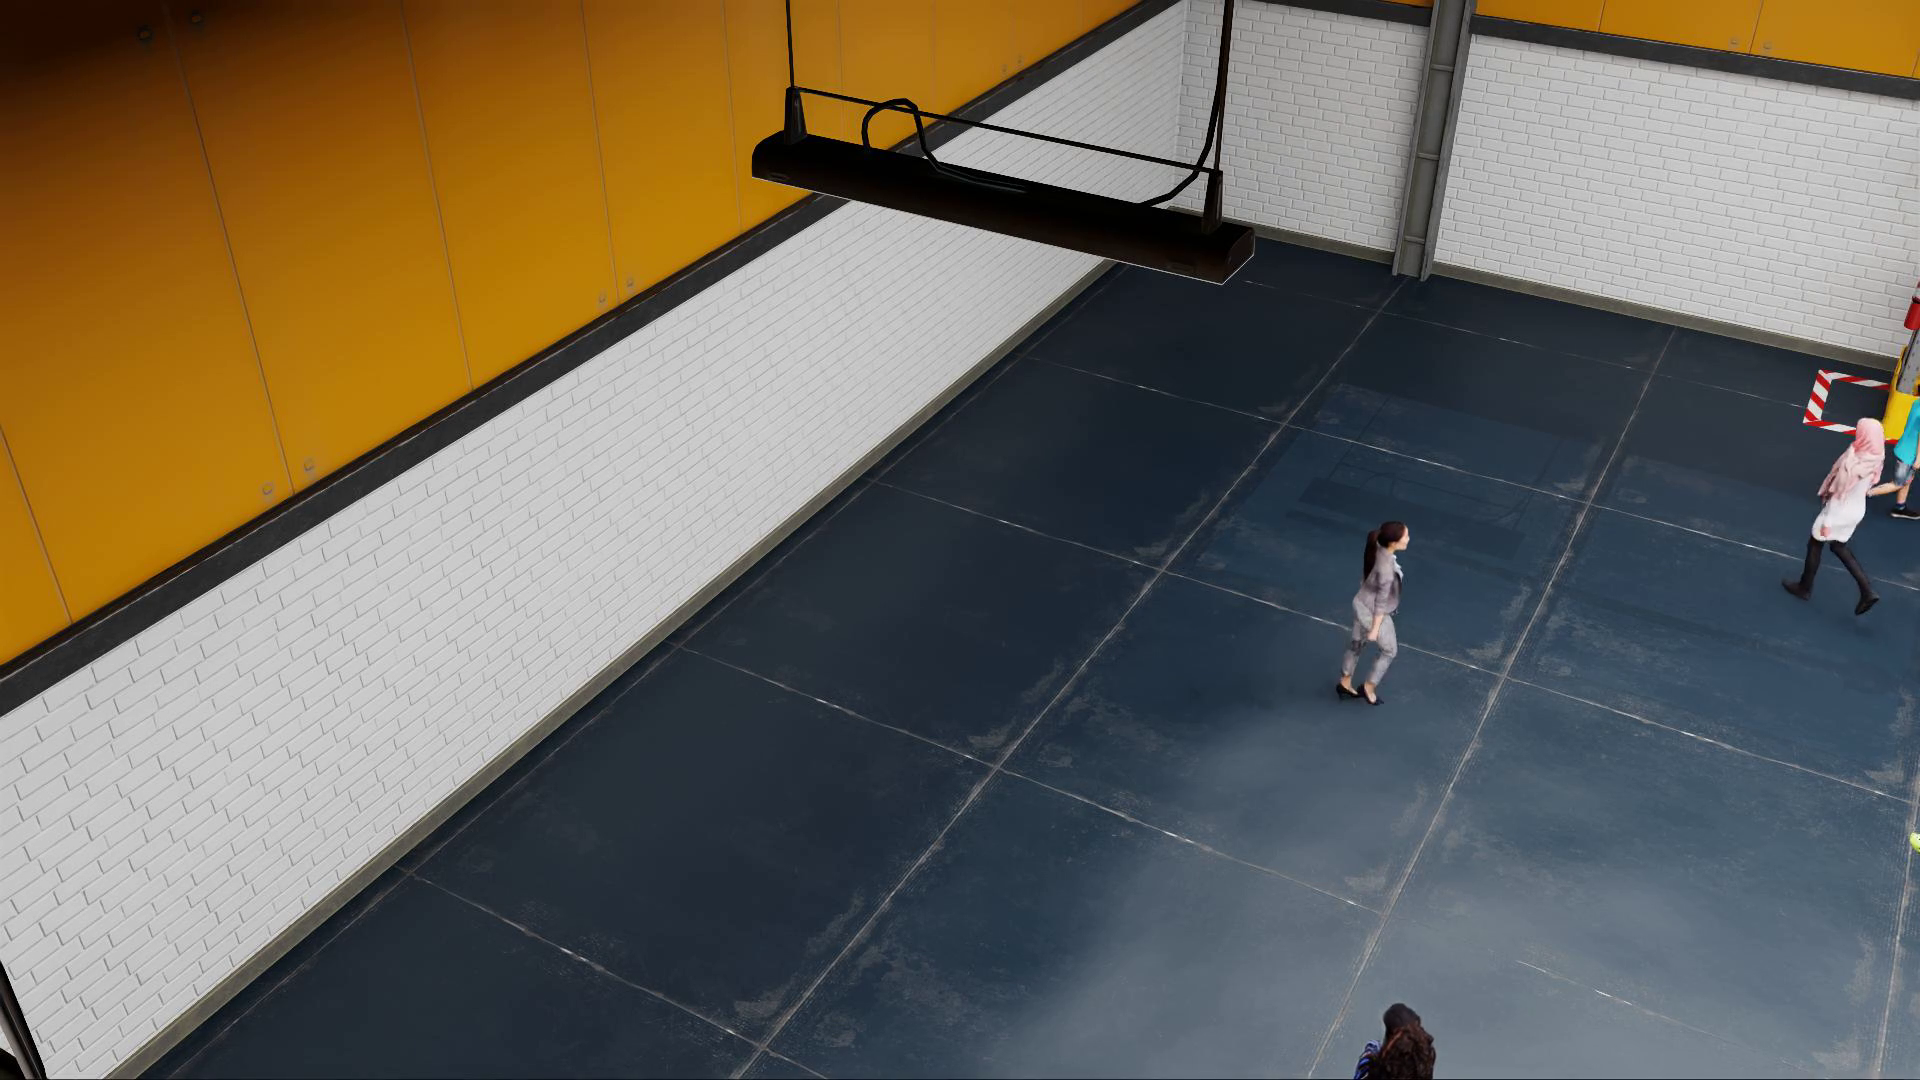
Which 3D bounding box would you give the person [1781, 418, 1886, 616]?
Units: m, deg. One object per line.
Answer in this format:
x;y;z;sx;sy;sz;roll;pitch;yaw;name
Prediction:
7.309;-0.155;13.639;0.963;1.786;1.118;-15;37;-22;person

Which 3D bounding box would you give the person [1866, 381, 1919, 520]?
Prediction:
8.473;-0.816;14.949;0.917;1.436;0.637;10;35;14;person

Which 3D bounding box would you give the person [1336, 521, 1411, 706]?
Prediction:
3.046;0.566;12.666;0.788;1.661;0.746;-3;34;-4;person

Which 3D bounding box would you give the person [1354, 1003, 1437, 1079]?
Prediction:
2.283;3.071;8.945;0.678;1.608;0.754;-5;34;-8;person
